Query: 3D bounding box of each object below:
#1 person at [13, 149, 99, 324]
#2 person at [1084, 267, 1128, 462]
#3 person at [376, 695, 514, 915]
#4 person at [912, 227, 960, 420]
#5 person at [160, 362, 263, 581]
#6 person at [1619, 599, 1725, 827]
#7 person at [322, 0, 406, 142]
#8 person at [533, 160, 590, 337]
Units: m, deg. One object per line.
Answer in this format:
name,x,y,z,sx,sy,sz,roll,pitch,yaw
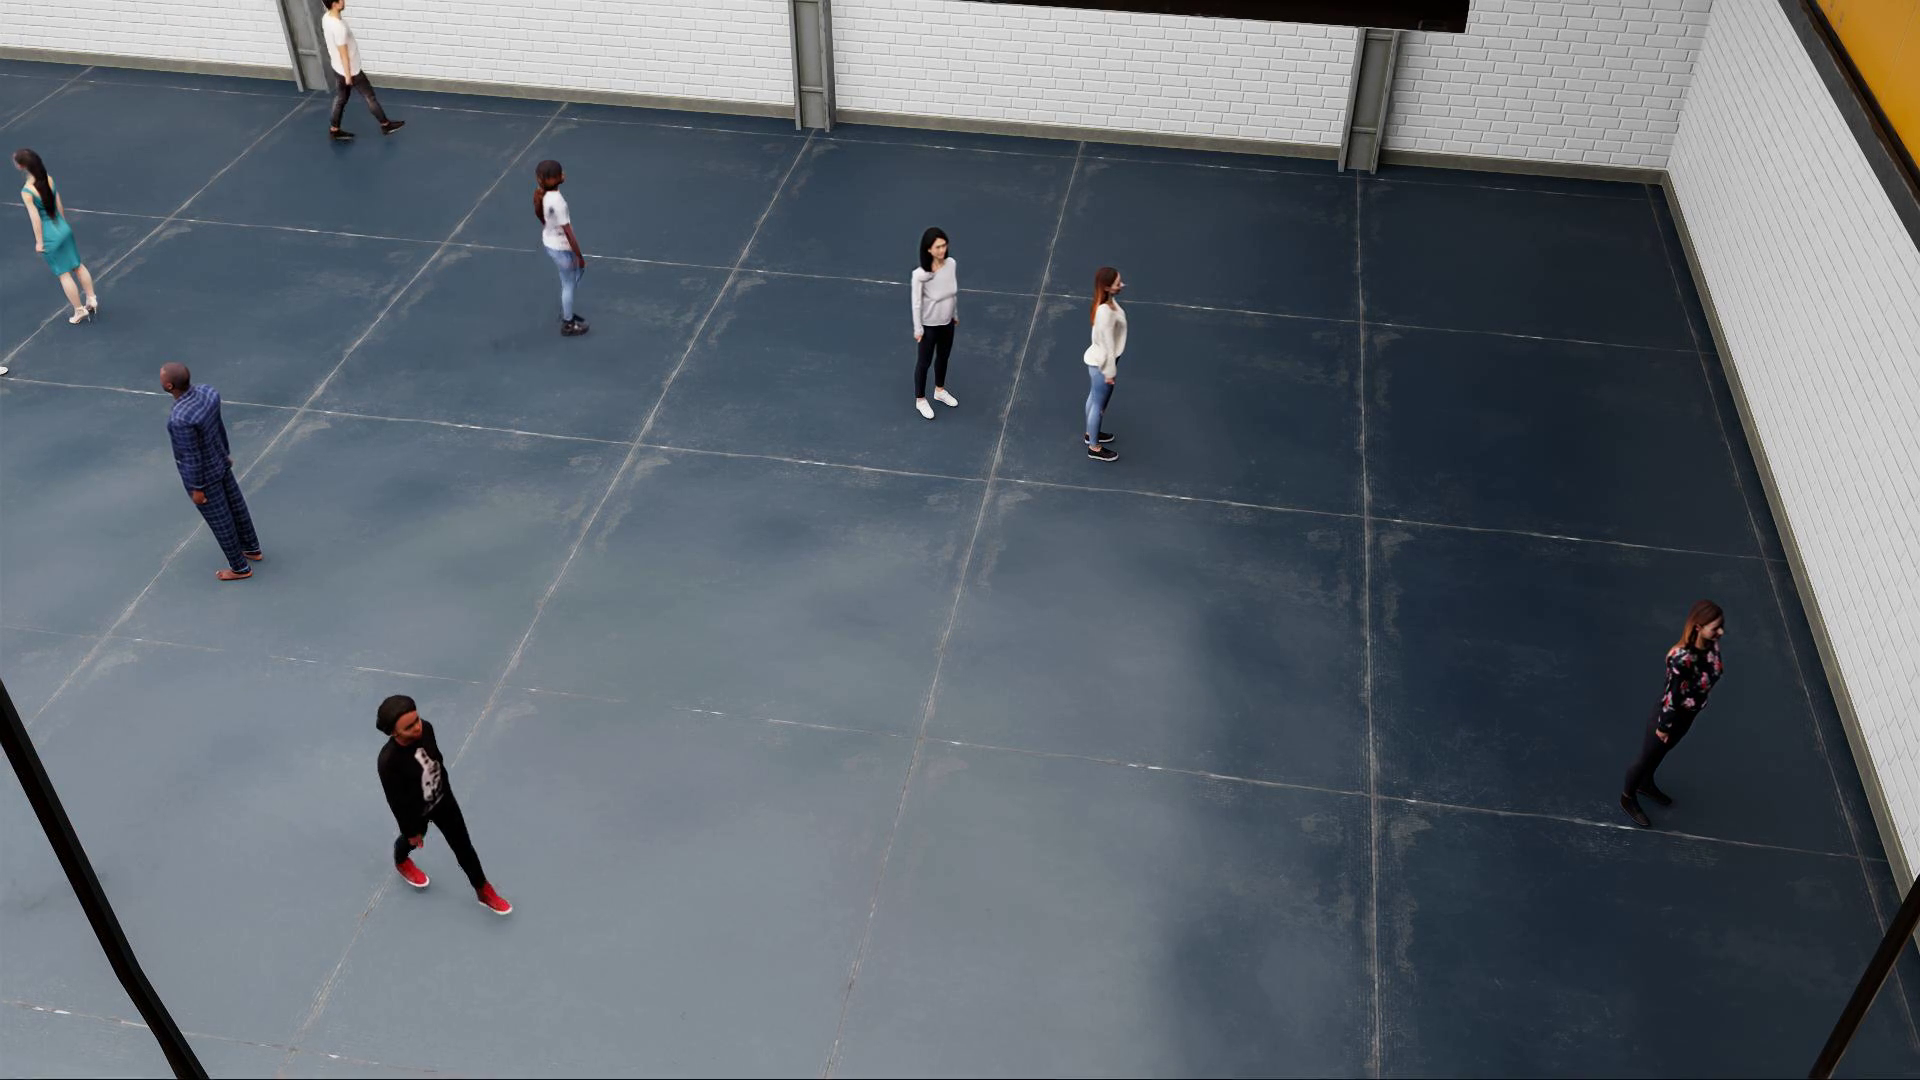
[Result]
person,-8.146,-2.739,14.969,0.484,1.692,0.557,8,39,10
person,1.145,-1.426,13.325,0.594,1.692,0.648,1,39,1
person,-3.195,1.521,9.684,1.183,1.631,0.878,20,43,23
person,-0.203,-1.826,13.819,0.700,1.700,0.738,-29,47,-32
person,-5.460,-0.511,12.073,0.607,1.824,0.679,4,39,6
person,4.398,1.039,10.247,0.646,1.681,0.683,-29,47,-31
person,-6.688,-5.100,17.931,1.096,1.685,1.070,-26,45,-28
person,-3.604,-2.560,14.727,0.796,1.715,0.744,-20,43,-23
